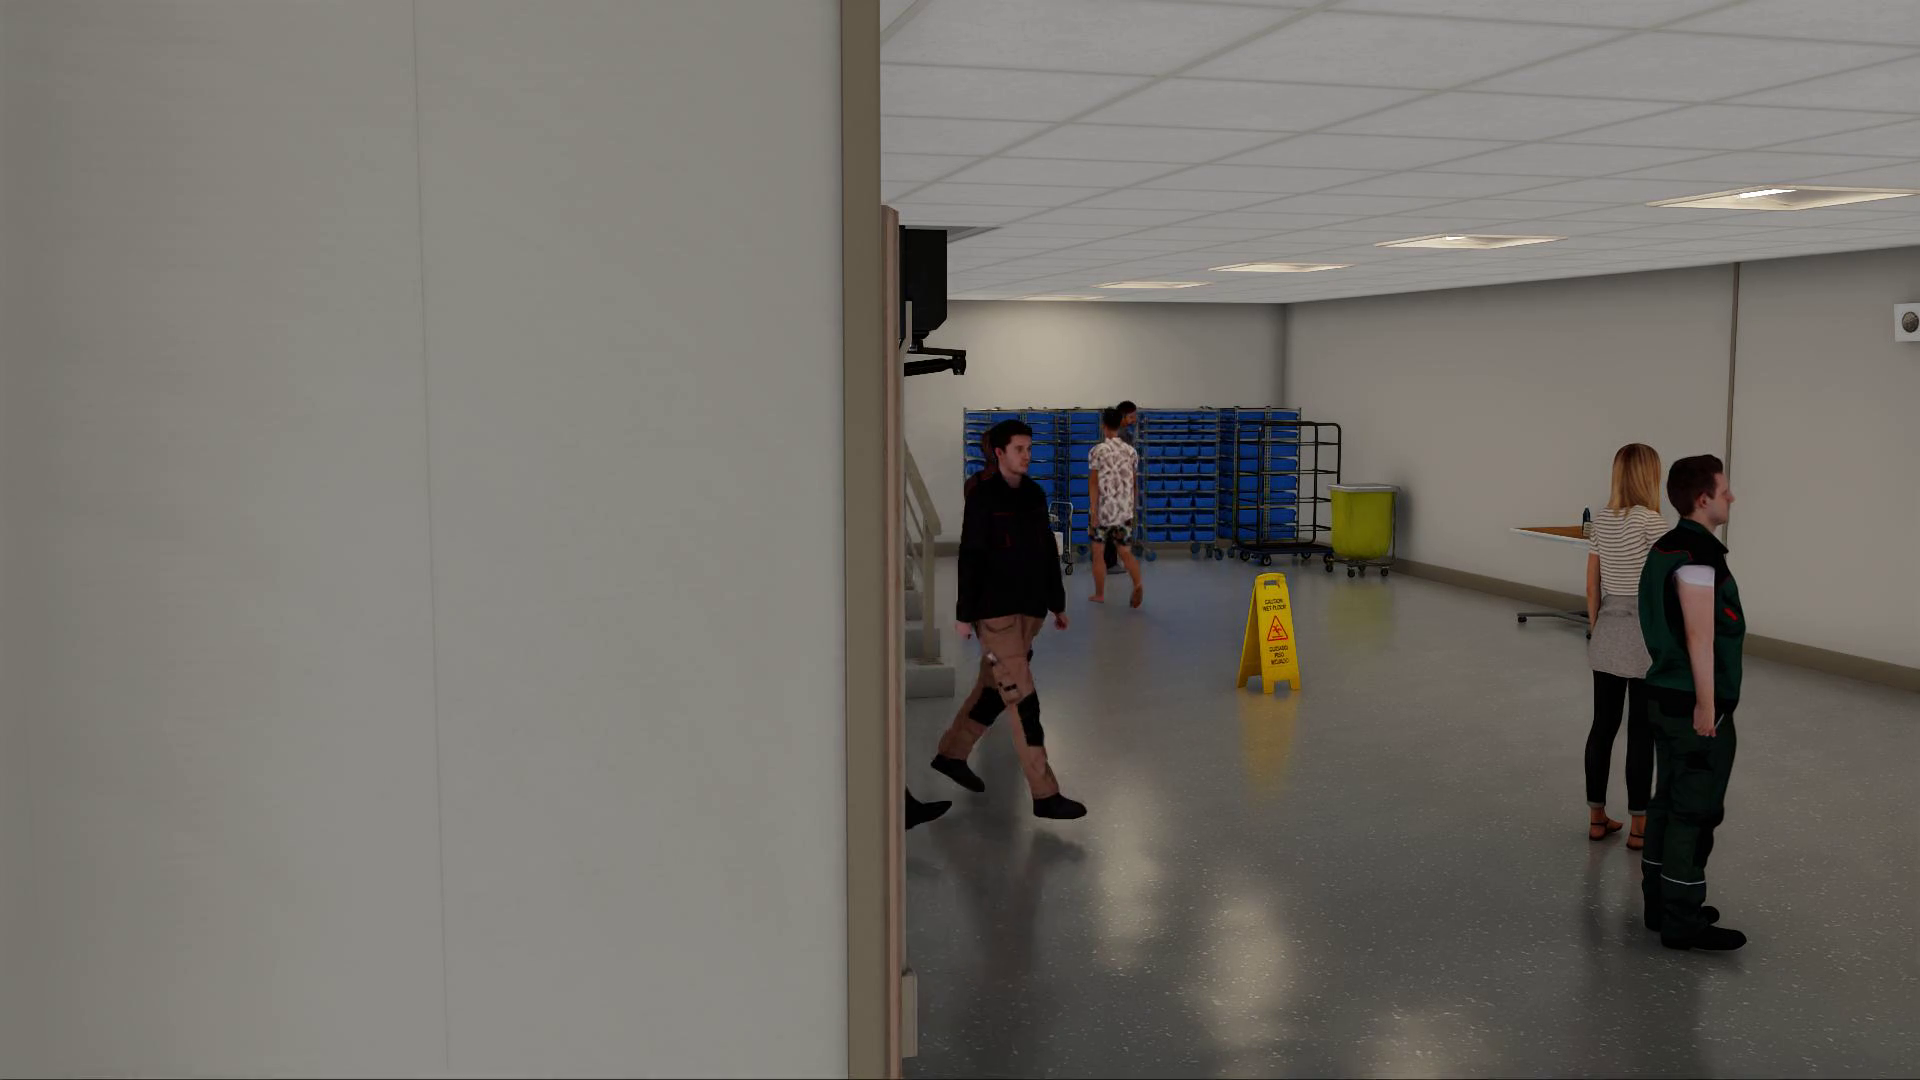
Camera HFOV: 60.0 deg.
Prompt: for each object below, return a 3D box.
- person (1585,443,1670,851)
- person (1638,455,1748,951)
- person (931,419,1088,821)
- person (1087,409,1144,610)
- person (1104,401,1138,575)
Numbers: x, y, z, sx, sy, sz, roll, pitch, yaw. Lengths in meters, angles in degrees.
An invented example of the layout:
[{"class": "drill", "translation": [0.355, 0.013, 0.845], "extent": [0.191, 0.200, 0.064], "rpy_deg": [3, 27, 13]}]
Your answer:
[{"class": "person", "translation": [3.031, 0.473, 7.537], "extent": [0.710, 1.827, 0.562], "rpy_deg": [-4, 7, -32]}, {"class": "person", "translation": [2.754, 0.593, 6.255], "extent": [0.781, 1.842, 0.647], "rpy_deg": [0, 6, 5]}, {"class": "person", "translation": [0.172, 0.388, 8.116], "extent": [1.373, 1.881, 1.138], "rpy_deg": [6, 8, 44]}, {"class": "person", "translation": [1.422, -0.264, 15.065], "extent": [0.752, 1.787, 1.101], "rpy_deg": [-2, 6, -20]}, {"class": "person", "translation": [1.626, -0.567, 17.785], "extent": [0.951, 1.846, 0.502], "rpy_deg": [-3, 6, -24]}]
